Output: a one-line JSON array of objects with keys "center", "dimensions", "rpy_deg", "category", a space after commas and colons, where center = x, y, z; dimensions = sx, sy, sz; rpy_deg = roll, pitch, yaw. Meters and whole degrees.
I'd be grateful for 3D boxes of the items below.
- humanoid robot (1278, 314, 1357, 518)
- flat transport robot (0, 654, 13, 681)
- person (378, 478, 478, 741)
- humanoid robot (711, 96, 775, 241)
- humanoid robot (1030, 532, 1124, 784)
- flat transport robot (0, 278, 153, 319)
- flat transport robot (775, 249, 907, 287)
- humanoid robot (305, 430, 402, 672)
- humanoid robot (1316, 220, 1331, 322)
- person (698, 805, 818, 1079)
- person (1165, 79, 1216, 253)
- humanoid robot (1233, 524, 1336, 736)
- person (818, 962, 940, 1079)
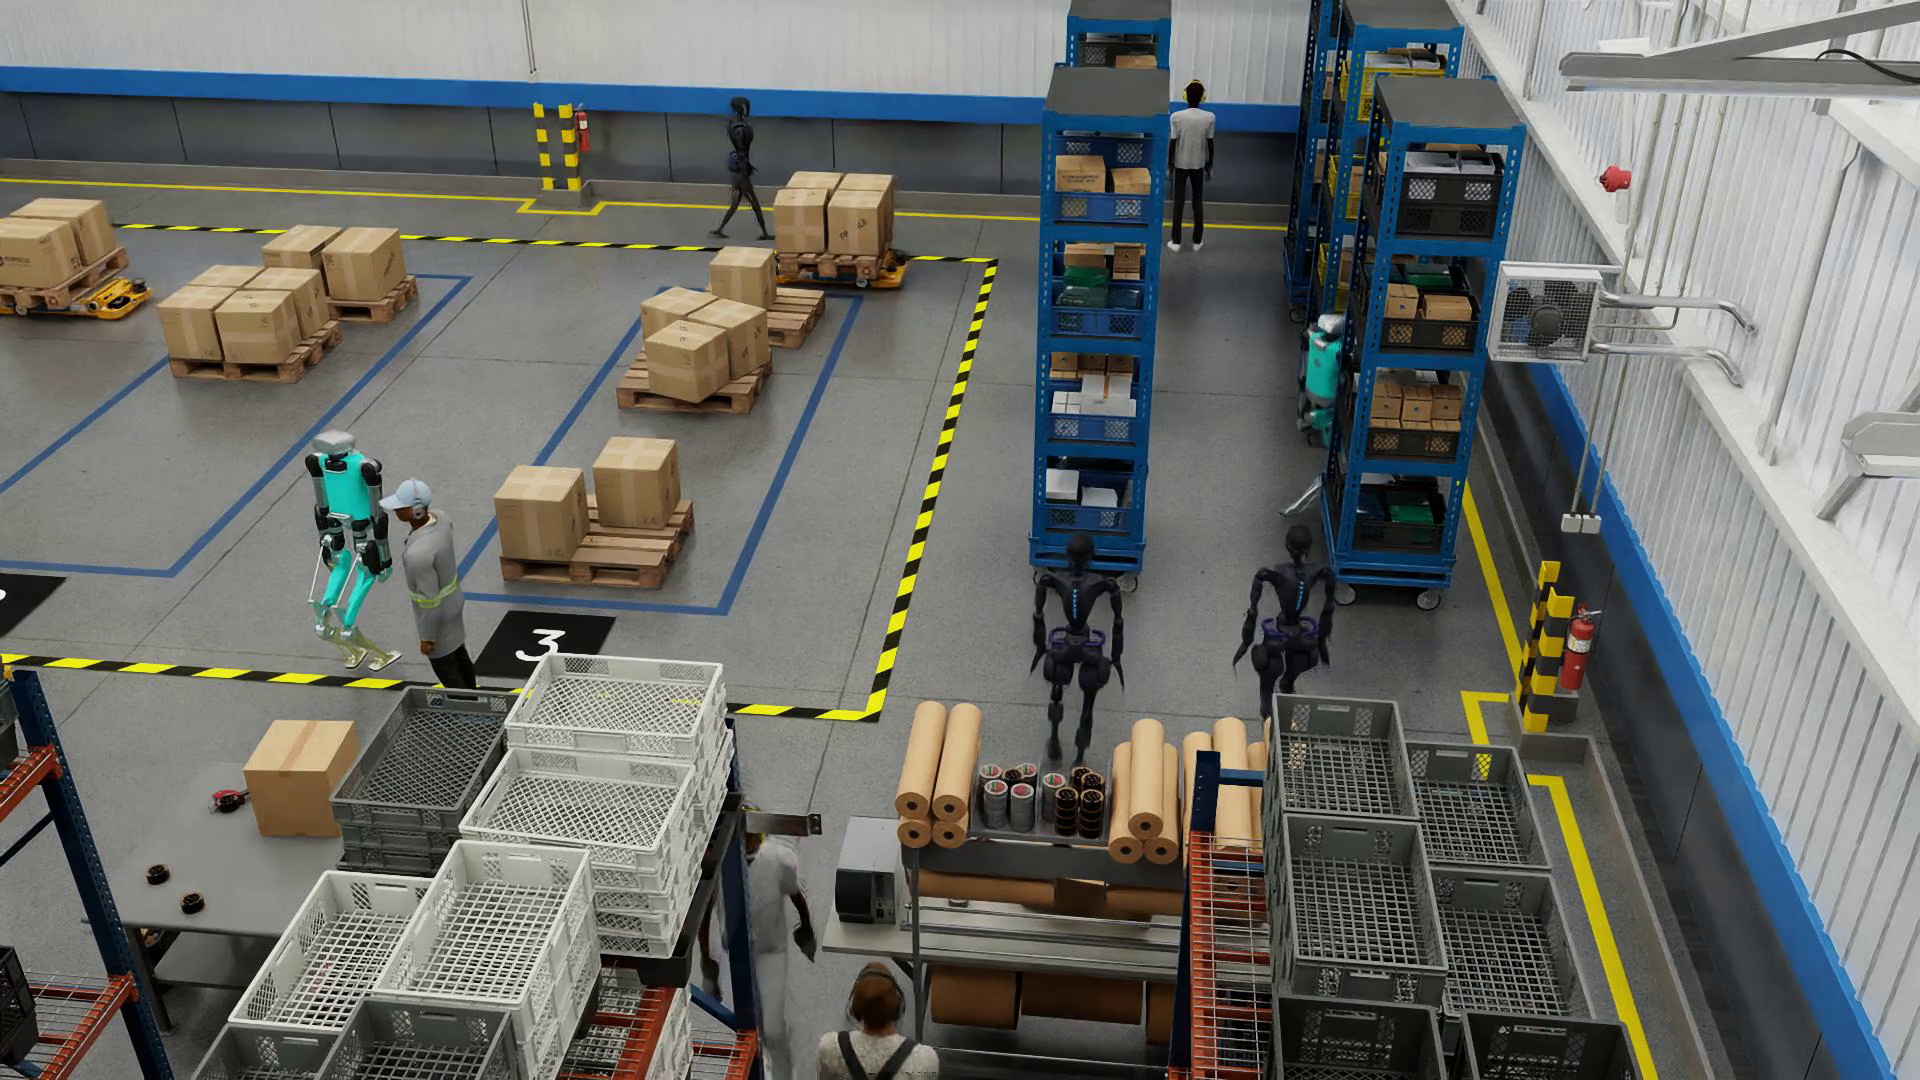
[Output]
[{"center": [2.953, -0.965, 12.902], "dimensions": [1.037, 1.748, 0.548], "rpy_deg": [-17, 34, -27], "category": "humanoid robot"}, {"center": [-7.142, 0.969, 11.010], "dimensions": [1.431, 0.231, 0.659], "rpy_deg": [3, 30, 6], "category": "flat transport robot"}, {"center": [-3.278, 0.442, 10.340], "dimensions": [0.381, 1.851, 0.597], "rpy_deg": [-2, 30, -3], "category": "person"}, {"center": [-2.421, -4.088, 18.361], "dimensions": [0.782, 1.644, 0.608], "rpy_deg": [-2, 30, -3], "category": "humanoid robot"}, {"center": [0.715, 0.696, 10.076], "dimensions": [0.585, 1.643, 0.506], "rpy_deg": [5, 31, 9], "category": "humanoid robot"}, {"center": [-9.087, -2.496, 16.933], "dimensions": [1.431, 0.197, 0.652], "rpy_deg": [3, 30, 6], "category": "flat transport robot"}, {"center": [-1.311, -2.915, 17.653], "dimensions": [1.431, 0.197, 0.652], "rpy_deg": [3, 30, 6], "category": "flat transport robot"}, {"center": [-4.048, 0.149, 10.829], "dimensions": [0.533, 1.673, 0.735], "rpy_deg": [9, 31, 15], "category": "humanoid robot"}, {"center": [3.506, -2.515, 15.579], "dimensions": [0.315, 1.657, 0.599], "rpy_deg": [17, 34, 27], "category": "humanoid robot"}, {"center": [-0.961, 1.978, 7.727], "dimensions": [0.522, 1.833, 0.797], "rpy_deg": [3, 30, 4], "category": "person"}, {"center": [2.487, -4.040, 18.023], "dimensions": [0.531, 1.868, 0.309], "rpy_deg": [0, 30, 0], "category": "person"}, {"center": [2.010, 0.666, 10.170], "dimensions": [0.608, 1.650, 0.708], "rpy_deg": [-4, 30, -7], "category": "humanoid robot"}, {"center": [-0.312, 2.437, 6.969], "dimensions": [0.518, 1.793, 0.946], "rpy_deg": [4, 30, 7], "category": "person"}]
